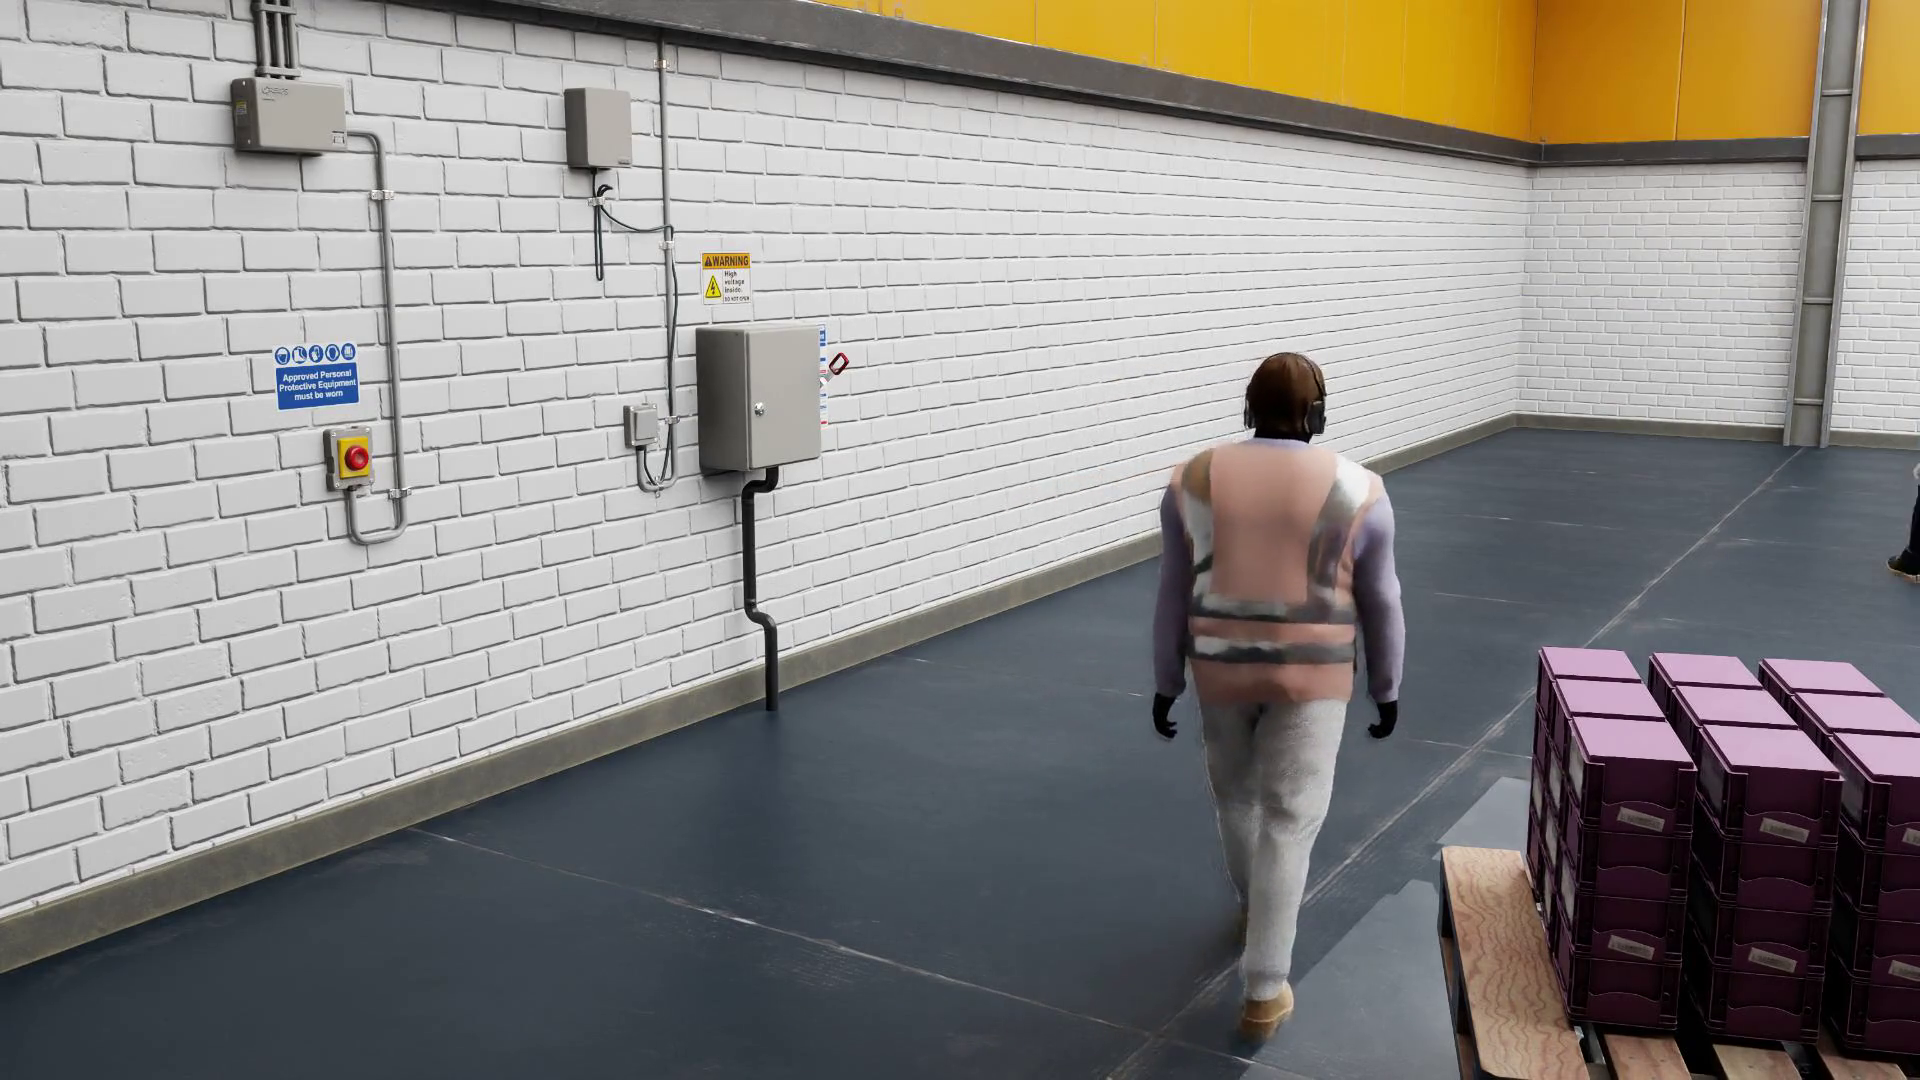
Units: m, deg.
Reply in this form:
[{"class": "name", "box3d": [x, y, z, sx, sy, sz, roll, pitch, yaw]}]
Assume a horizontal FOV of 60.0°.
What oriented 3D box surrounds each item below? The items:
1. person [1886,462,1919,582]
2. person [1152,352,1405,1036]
[{"class": "person", "box3d": [6.028, -0.652, 9.997, 0.632, 1.930, 0.896, 1, 10, 5]}, {"class": "person", "box3d": [0.909, 0.376, 4.666, 0.664, 1.792, 0.958, 4, 11, 23]}]
